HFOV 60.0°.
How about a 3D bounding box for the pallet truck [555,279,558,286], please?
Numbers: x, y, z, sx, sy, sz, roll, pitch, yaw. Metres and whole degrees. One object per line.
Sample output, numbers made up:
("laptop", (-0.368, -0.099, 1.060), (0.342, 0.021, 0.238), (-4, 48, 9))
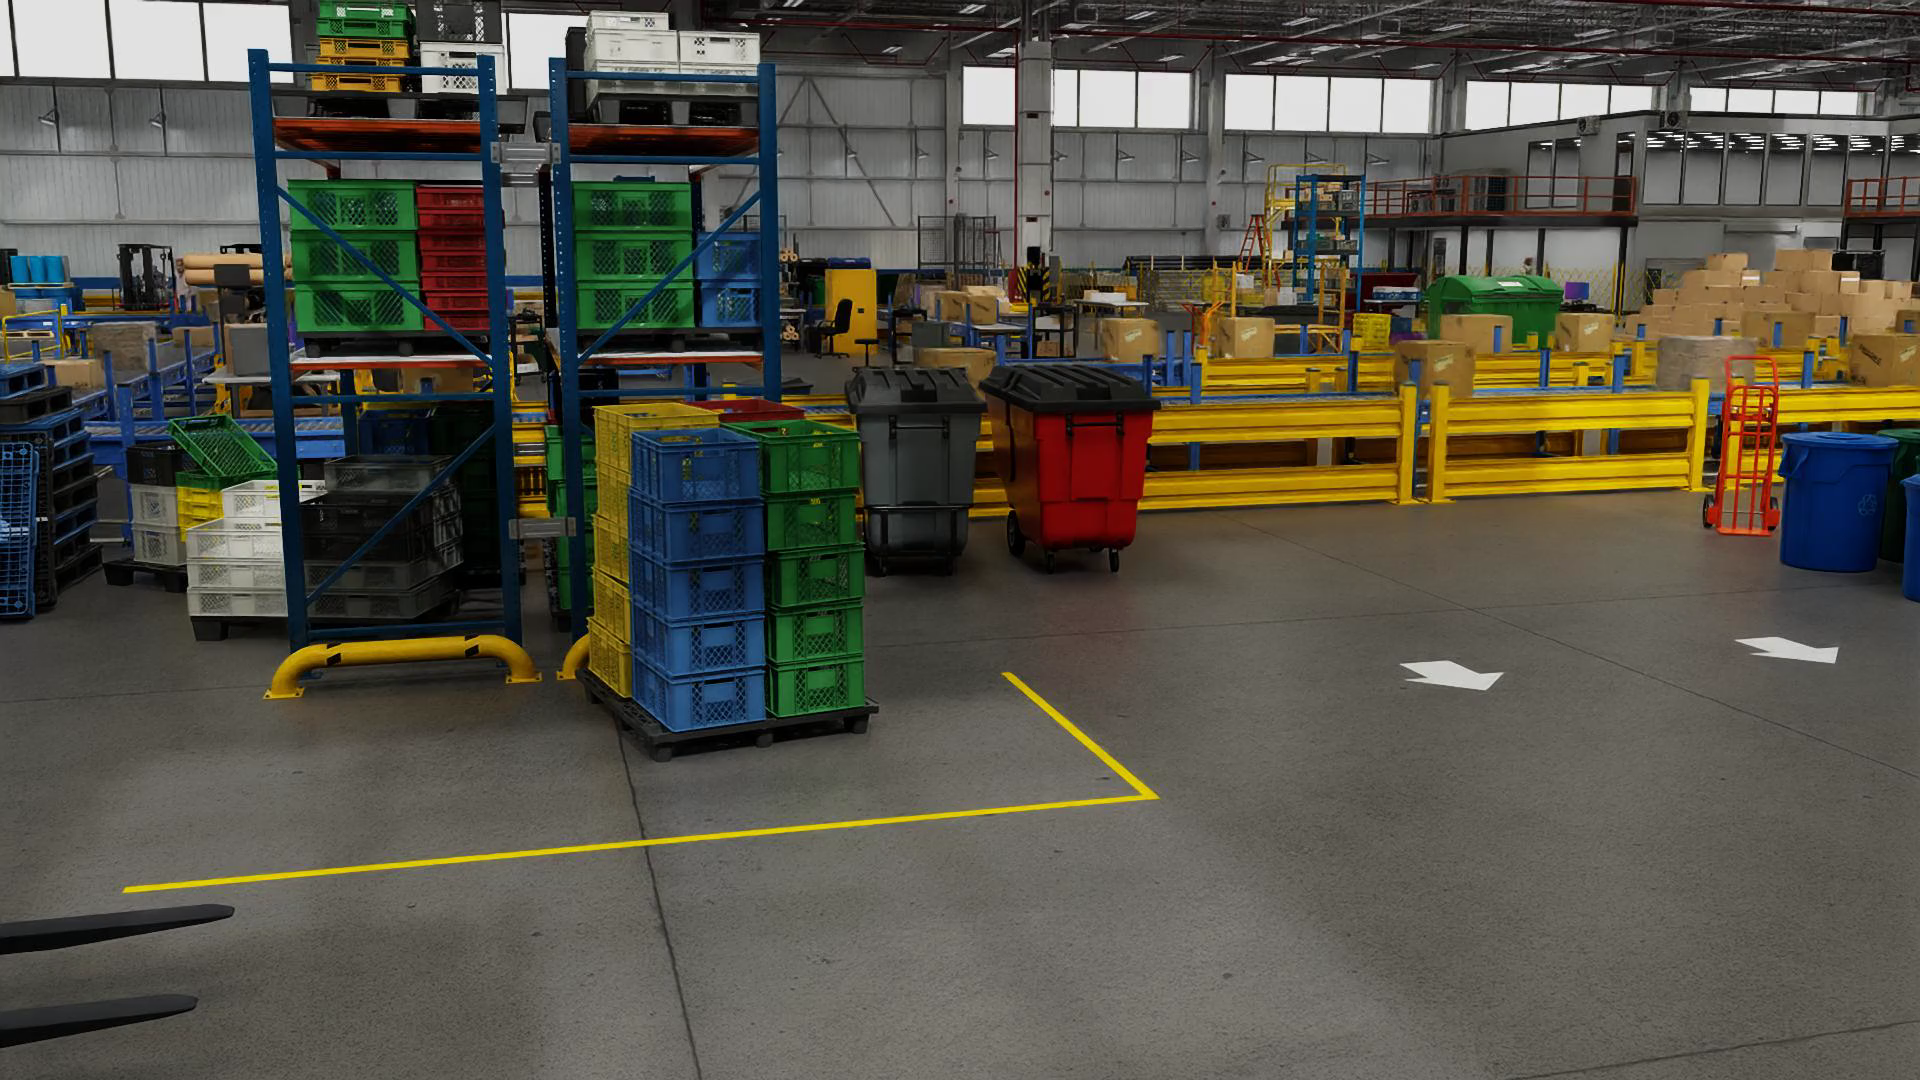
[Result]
("pallet truck", (-10.604, -6.375, 44.520), (0.653, 1.274, 1.630), (-3, 10, -15))

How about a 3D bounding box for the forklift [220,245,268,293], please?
("forklift", (-17.749, -6.334, 41.440), (1.157, 1.987, 2.680), (-3, 10, -17))

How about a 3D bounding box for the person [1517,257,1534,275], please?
("person", (16.764, -7.497, 49.439), (0.534, 1.810, 0.688), (-3, 11, -18))

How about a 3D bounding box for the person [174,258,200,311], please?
("person", (-15.768, -4.800, 33.964), (0.665, 1.887, 0.407), (8, 13, 38))

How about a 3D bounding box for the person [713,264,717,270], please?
("person", (-6.048, -5.973, 40.334), (0.655, 1.979, 0.710), (-3, 11, -19))

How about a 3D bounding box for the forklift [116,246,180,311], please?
("forklift", (-19.966, -6.232, 40.894), (1.157, 1.987, 2.680), (-3, 10, -15))
